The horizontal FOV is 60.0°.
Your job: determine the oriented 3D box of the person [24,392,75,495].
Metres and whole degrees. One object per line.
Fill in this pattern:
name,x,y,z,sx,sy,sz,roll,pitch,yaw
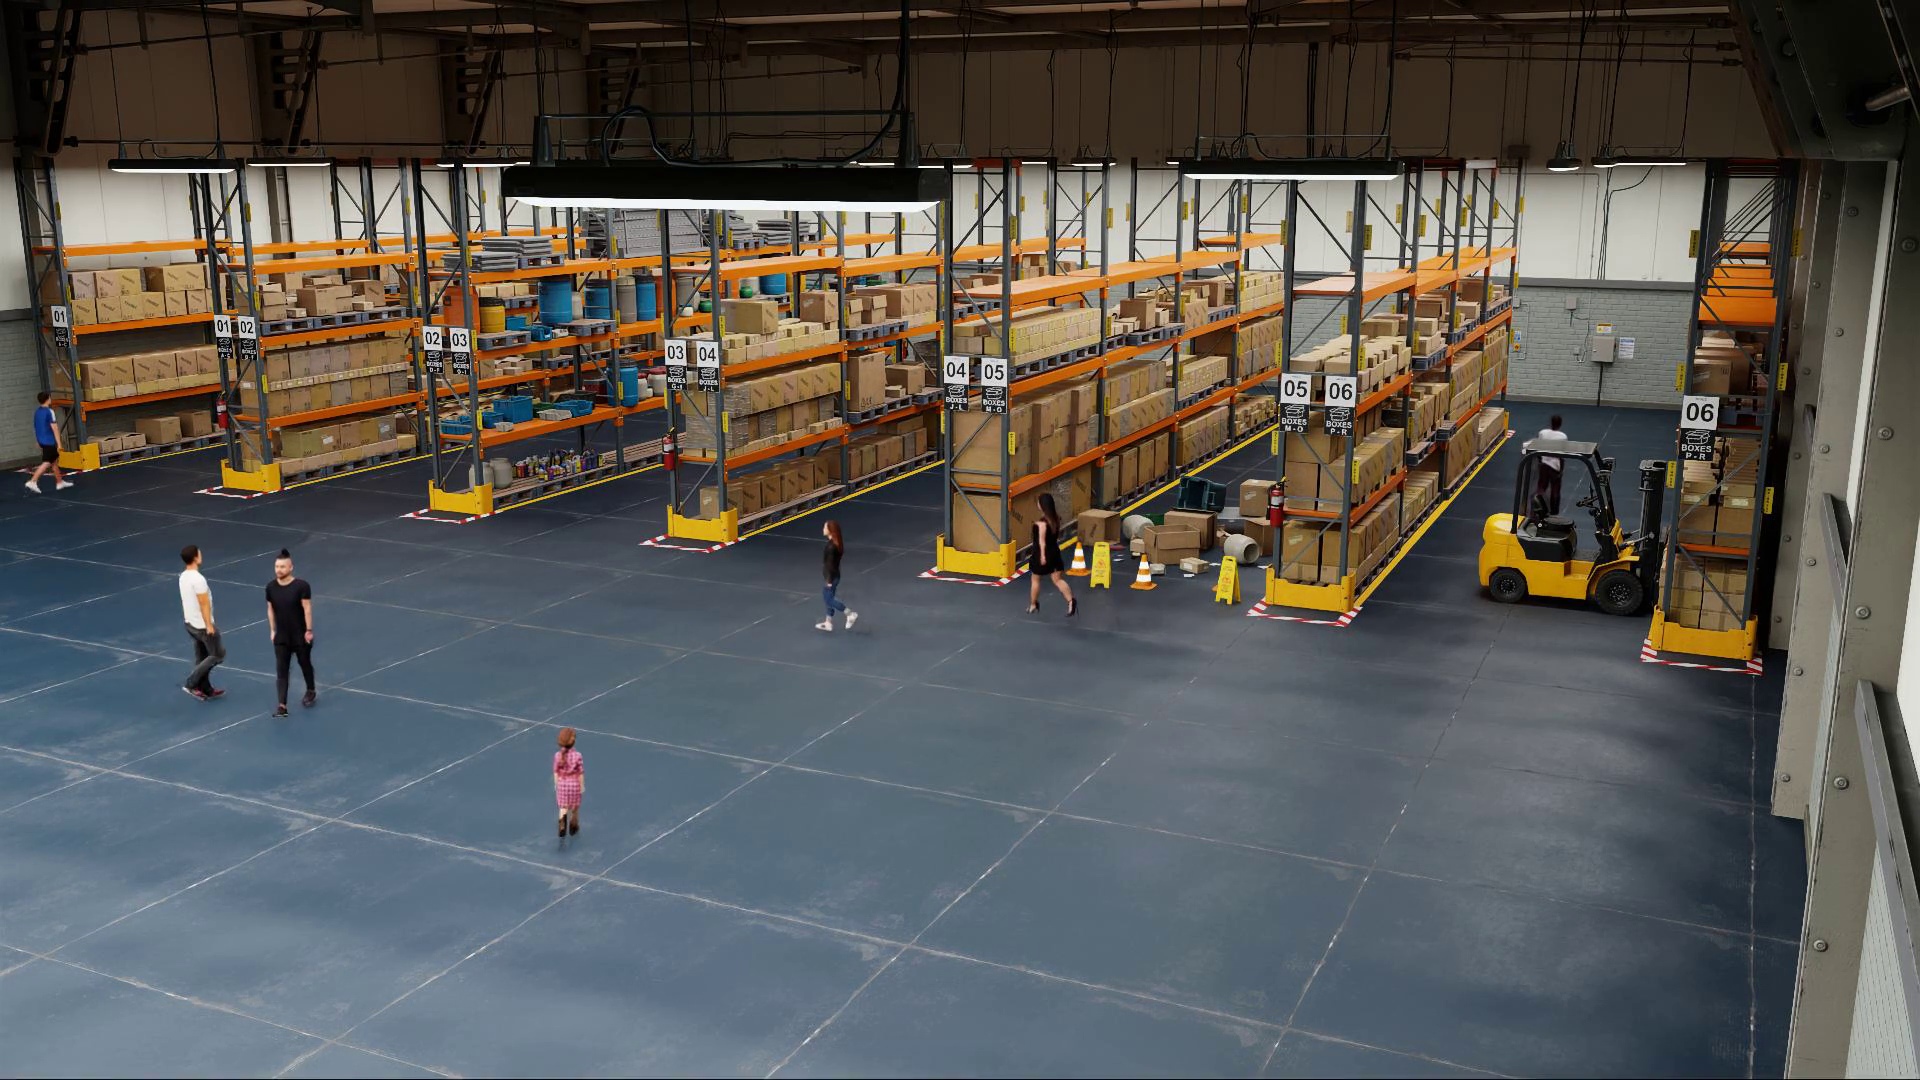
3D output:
person,-16.696,-1.747,30.262,0.685,1.827,1.204,7,15,29

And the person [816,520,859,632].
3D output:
person,-1.591,0.474,21.463,0.810,1.469,0.823,0,13,1

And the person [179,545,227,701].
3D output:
person,-8.590,0.957,18.646,0.769,1.798,0.836,11,17,39

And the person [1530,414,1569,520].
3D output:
person,9.870,-1.194,27.925,0.852,1.804,1.176,10,16,37

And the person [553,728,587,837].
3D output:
person,-3.536,2.206,14.993,0.547,1.013,0.649,0,13,0

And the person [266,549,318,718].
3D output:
person,-7.340,1.007,18.390,0.979,1.817,1.246,1,13,3

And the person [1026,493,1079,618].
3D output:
person,1.237,0.251,21.957,0.859,1.679,1.052,10,16,37
